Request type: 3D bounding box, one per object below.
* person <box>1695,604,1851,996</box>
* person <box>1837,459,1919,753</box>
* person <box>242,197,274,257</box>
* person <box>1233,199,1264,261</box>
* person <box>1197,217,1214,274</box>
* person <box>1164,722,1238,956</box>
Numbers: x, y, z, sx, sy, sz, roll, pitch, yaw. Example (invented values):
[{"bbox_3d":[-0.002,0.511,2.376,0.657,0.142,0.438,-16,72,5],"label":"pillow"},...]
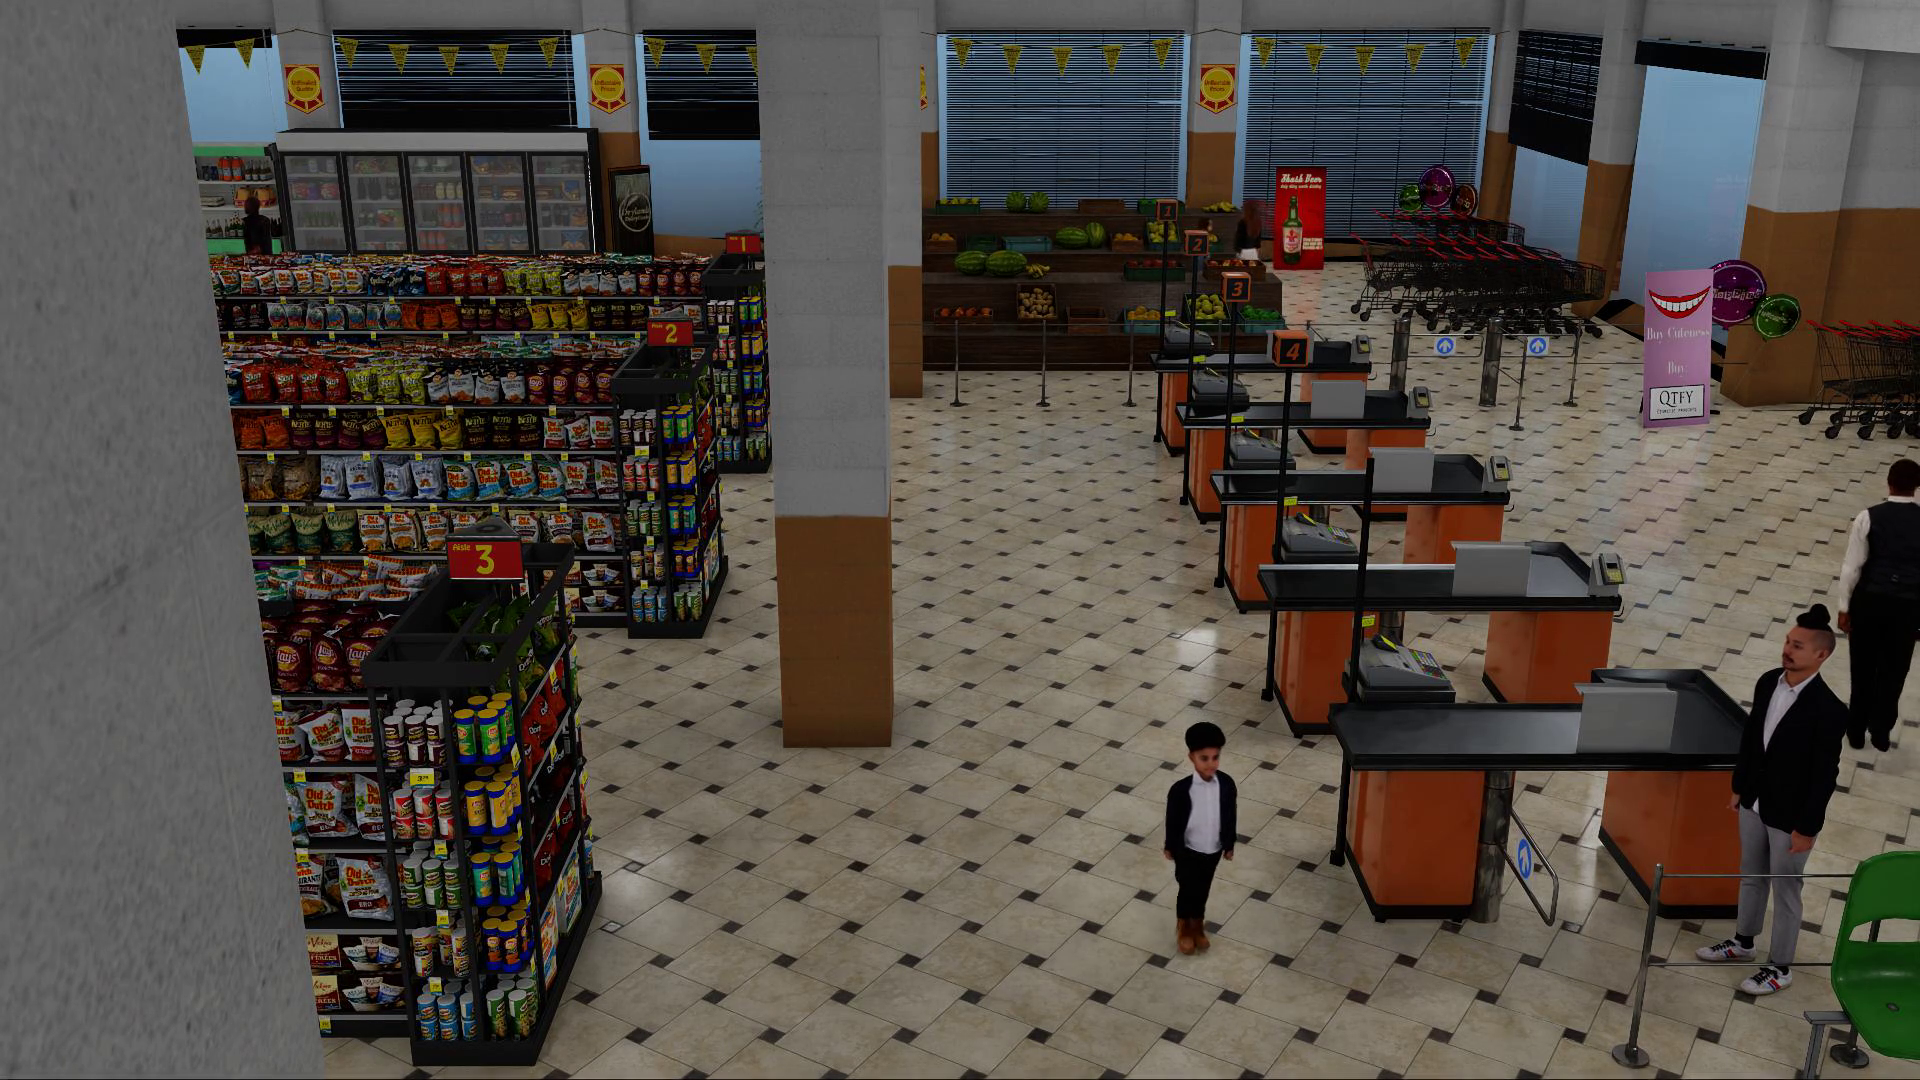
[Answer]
[{"bbox_3d":[3.941,1.228,7.952,0.696,1.949,0.764,-5,19,-15],"label":"person"},{"bbox_3d":[5.743,0.455,10.309,0.971,1.908,0.983,10,21,26],"label":"person"},{"bbox_3d":[-9.832,-3.922,23.419,0.622,1.825,0.721,-3,19,-8],"label":"person"},{"bbox_3d":[4.188,-4.056,24.028,0.762,1.691,0.818,-8,20,-23],"label":"person"},{"bbox_3d":[3.416,-3.909,23.938,0.764,1.470,0.711,4,19,12],"label":"person"},{"bbox_3d":[1.187,1.468,8.385,0.489,1.218,0.613,-4,19,-12],"label":"person"}]
